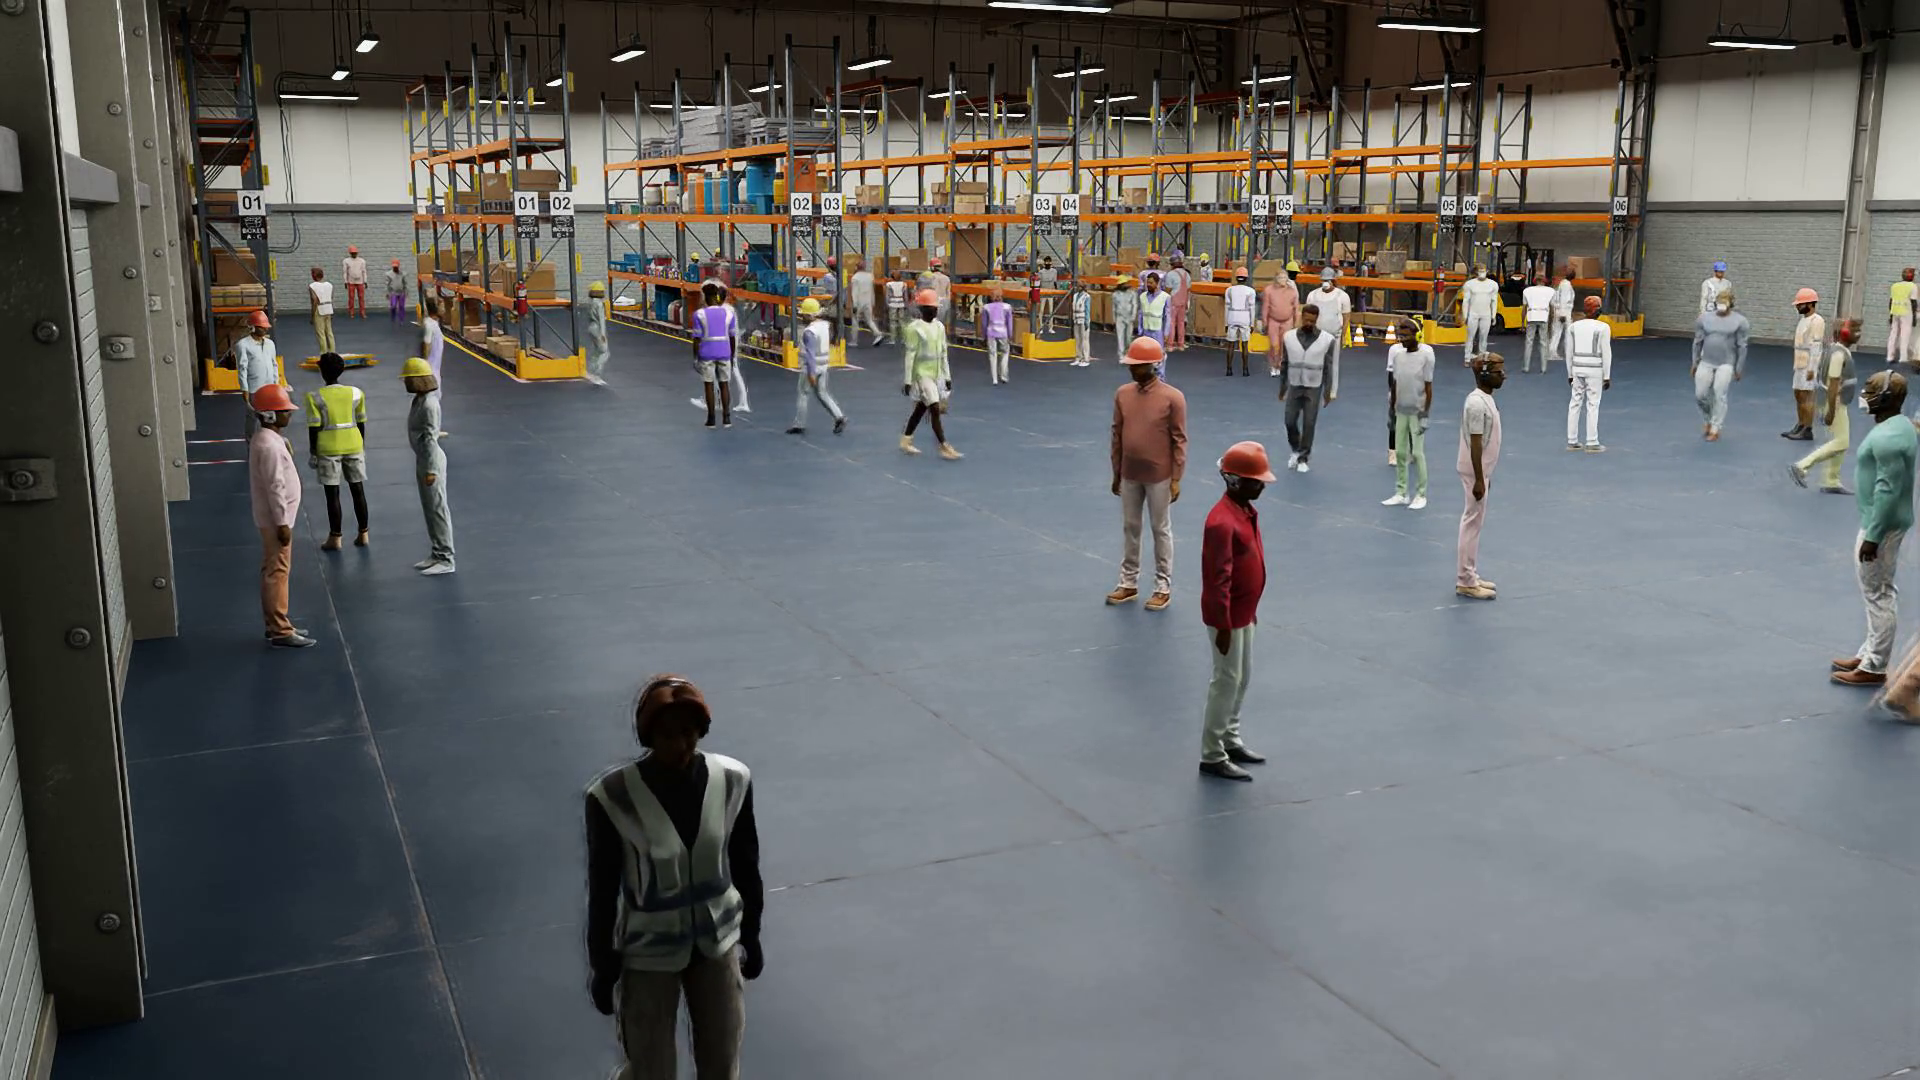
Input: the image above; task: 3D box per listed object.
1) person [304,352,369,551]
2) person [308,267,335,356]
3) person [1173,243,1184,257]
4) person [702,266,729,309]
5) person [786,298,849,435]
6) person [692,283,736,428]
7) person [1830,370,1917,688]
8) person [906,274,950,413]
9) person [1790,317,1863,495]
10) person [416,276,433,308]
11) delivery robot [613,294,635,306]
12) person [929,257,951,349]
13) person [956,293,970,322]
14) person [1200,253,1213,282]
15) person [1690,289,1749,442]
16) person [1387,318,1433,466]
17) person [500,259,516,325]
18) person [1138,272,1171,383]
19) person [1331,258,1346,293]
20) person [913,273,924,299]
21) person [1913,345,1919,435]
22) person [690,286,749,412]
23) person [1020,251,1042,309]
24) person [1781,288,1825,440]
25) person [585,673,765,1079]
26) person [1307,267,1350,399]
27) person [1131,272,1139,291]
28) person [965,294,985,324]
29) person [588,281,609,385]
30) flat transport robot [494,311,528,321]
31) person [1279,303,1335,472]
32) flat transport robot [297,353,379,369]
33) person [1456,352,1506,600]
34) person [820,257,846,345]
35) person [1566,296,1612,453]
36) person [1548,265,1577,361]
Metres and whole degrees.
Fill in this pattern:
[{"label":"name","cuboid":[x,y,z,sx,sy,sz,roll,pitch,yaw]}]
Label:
[{"label":"person","cuboid":[-5.327,-0.756,14.245,0.533,1.697,0.322,-11,15,-43]},{"label":"person","cuboid":[-12.218,-4.297,31.874,0.372,1.840,0.571,4,12,19]},{"label":"person","cuboid":[7.594,-9.325,57.428,0.429,1.841,0.634,-6,13,-28]},{"label":"person","cuboid":[-4.625,-4.269,31.679,0.679,1.875,0.400,10,15,41]},{"label":"person","cuboid":[-1.870,-2.235,21.548,0.808,1.790,0.597,4,12,21]},{"label":"person","cuboid":[-3.313,-2.479,22.388,0.614,1.945,0.439,-5,12,-25]},{"label":"person","cuboid":[5.585,-0.064,10.119,0.375,1.939,0.628,7,13,31]},{"label":"person","cuboid":[-0.454,-2.870,24.117,0.683,2.000,0.906,-4,12,-19]},{"label":"person","cuboid":[8.933,-1.368,17.024,0.526,1.829,0.572,6,13,29]},{"label":"person","cuboid":[-14.286,-6.761,44.649,0.568,1.742,0.413,3,11,14]},{"label":"delivery robot","cuboid":[-9.657,-6.774,47.505,0.707,0.478,0.477,-4,12,-18]},{"label":"person","cuboid":[-0.471,-4.665,33.383,0.609,1.986,0.402,-8,14,-34]},{"label":"person","cuboid":[0.154,-6.836,44.268,0.374,2.044,0.605,-11,16,-44]},{"label":"person","cuboid":[6.317,-6.508,43.135,0.404,1.833,0.588,-4,12,-20]},{"label":"person","cuboid":[9.551,-2.194,20.974,0.654,1.923,0.425,8,14,37]},{"label":"person","cuboid":[5.117,-1.682,18.955,0.535,1.698,0.318,-1,11,-5]},{"label":"person","cuboid":[-11.744,-6.408,42.984,0.502,1.689,0.910,-5,12,-22]},{"label":"person","cuboid":[3.163,-3.393,27.087,0.597,1.916,0.372,9,15,40]},{"label":"person","cuboid":[9.725,-6.467,43.229,0.556,1.716,0.877,-5,12,-24]},{"label":"person","cuboid":[-0.809,-4.644,34.150,0.314,1.641,0.515,4,12,19]},{"label":"person","cuboid":[12.640,-2.290,21.418,0.658,1.947,0.538,-5,12,-25]},{"label":"person","cuboid":[-3.482,-2.783,24.253,0.976,1.819,0.540,6,13,30]},{"label":"person","cuboid":[2.152,-7.483,48.132,0.543,1.808,0.986,-9,14,-38]},{"label":"person","cuboid":[10.749,-2.235,21.194,0.384,1.926,0.550,1,11,6]},{"label":"person","cuboid":[-0.812,1.149,4.726,0.533,1.618,0.556,-7,13,-32]},{"label":"person","cuboid":[5.682,-3.216,25.873,0.674,2.000,0.537,5,12,24]},{"label":"person","cuboid":[5.485,-8.147,51.972,0.273,1.632,0.507,7,13,32]},{"label":"person","cuboid":[0.398,-6.484,43.238,0.561,1.742,0.337,-3,12,-15]},{"label":"person","cuboid":[-6.072,-3.472,27.948,0.319,1.742,0.508,-7,13,-33]},{"label":"flat transport robot","cuboid":[-11.996,-5.981,44.437,0.652,0.197,1.431,-1,11,-5]},{"label":"person","cuboid":[3.840,-1.686,18.464,0.615,1.888,0.454,5,12,23]},{"label":"flat transport robot","cuboid":[-11.582,-3.334,30.986,0.652,0.197,1.431,4,12,21]},{"label":"person","cuboid":[3.915,-0.487,12.505,0.346,1.846,0.506,4,12,19]},{"label":"person","cuboid":[-2.824,-5.230,36.436,0.543,1.908,0.755,-10,15,-42]},{"label":"person","cuboid":[7.589,-1.996,20.080,0.355,1.882,0.576,-9,14,-37]},{"label":"person","cuboid":[11.928,-4.406,32.392,0.869,1.850,0.606,3,11,14]}]
